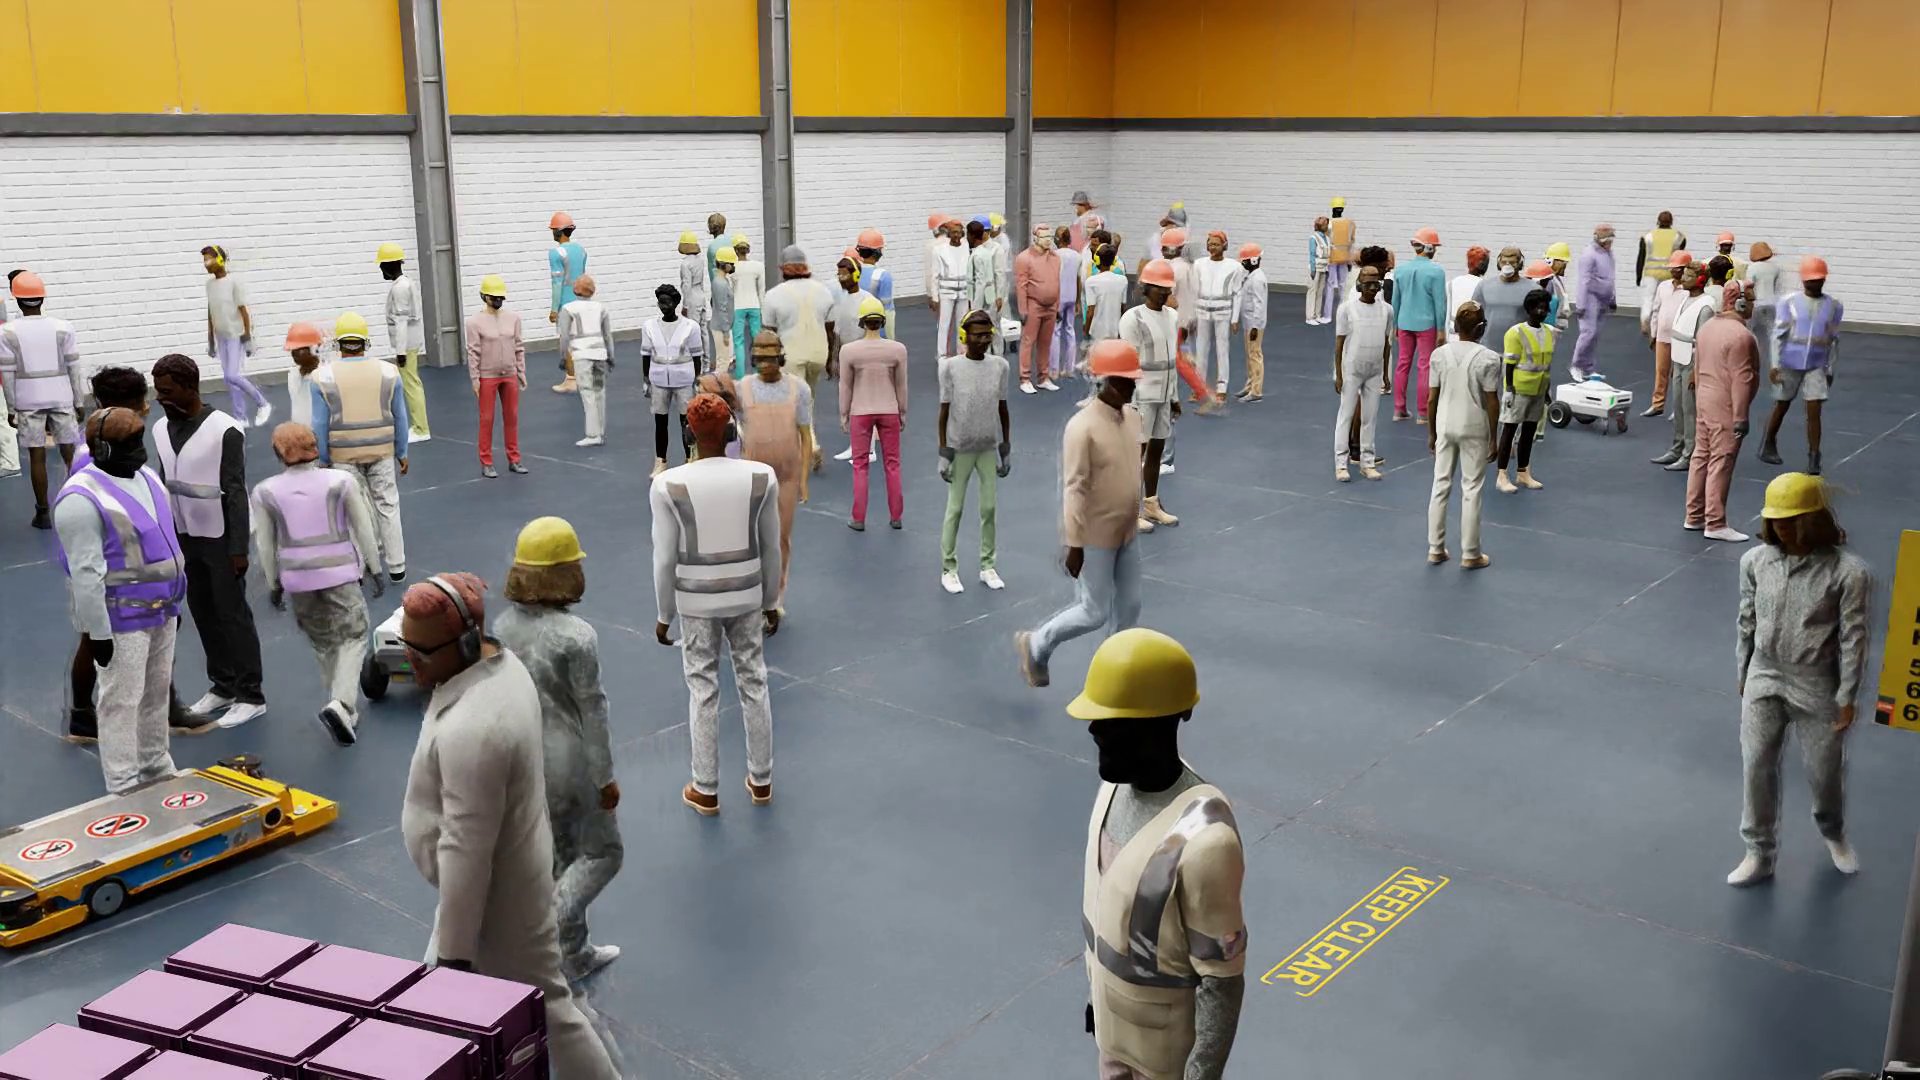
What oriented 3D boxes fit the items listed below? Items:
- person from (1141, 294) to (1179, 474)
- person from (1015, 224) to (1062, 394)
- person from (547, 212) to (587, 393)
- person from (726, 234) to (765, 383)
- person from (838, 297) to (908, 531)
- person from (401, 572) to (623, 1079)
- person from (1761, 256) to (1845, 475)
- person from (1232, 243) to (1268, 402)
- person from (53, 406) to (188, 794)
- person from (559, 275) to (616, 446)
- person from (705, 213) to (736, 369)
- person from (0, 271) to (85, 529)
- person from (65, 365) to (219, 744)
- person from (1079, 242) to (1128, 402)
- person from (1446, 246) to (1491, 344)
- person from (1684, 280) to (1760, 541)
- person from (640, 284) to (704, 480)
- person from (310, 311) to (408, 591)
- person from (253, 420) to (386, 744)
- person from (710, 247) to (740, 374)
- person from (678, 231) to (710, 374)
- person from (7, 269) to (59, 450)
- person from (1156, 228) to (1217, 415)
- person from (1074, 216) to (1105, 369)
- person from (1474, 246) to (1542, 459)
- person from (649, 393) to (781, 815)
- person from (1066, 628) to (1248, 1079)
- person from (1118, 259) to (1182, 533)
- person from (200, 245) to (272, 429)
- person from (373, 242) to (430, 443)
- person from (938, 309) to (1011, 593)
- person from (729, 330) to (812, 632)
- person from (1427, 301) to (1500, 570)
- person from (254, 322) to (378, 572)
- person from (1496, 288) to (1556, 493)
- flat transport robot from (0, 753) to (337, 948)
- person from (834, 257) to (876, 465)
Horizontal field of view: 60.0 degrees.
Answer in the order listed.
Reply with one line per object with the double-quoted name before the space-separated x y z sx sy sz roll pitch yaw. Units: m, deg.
"person" 1.754 -1.392 14.562 0.281 1.633 0.498 -2 14 -10
"person" 0.927 -2.638 18.985 0.643 1.910 0.400 -11 18 -38
"person" -4.491 -2.703 18.969 0.378 2.044 0.607 5 15 19
"person" -2.542 -2.702 19.544 0.538 1.763 0.331 -7 16 -27
"person" -0.653 -0.946 12.536 0.522 1.758 0.350 -3 14 -11
"person" -1.377 0.975 4.689 1.006 1.840 0.682 -2 14 -9
"person" 7.456 -1.549 14.710 0.569 1.910 0.686 4 15 17
"person" 3.205 -2.400 18.359 0.347 1.744 0.564 1 14 2
"person" -3.604 0.327 7.273 0.429 1.841 0.634 1 14 4
"person" -3.578 -1.729 15.993 0.550 1.595 0.678 -13 19 -43
"person" -2.980 -3.108 20.796 0.353 1.938 0.635 2 14 9
"person" -6.923 -1.050 12.572 0.547 1.942 0.350 -10 17 -34
"person" -4.060 0.098 8.056 0.823 1.902 0.629 -1 14 -4
"person" 1.426 -2.020 16.594 0.538 1.869 0.313 -8 16 -29
"person" 4.919 -1.897 16.099 0.343 1.876 0.576 -8 16 -29
"person" 5.656 -0.957 12.270 0.404 1.911 0.636 0 14 -2
"person" -2.462 -1.342 14.233 0.540 1.695 0.317 1 14 4
"person" -3.921 -0.576 10.898 0.601 1.830 0.404 -8 16 -29
"person" -3.131 0.225 8.135 0.578 1.607 0.603 -2 14 -10
"person" -2.488 -2.232 17.676 0.344 1.756 0.532 -2 14 -8
"person" -3.281 -2.896 20.350 0.311 1.744 0.486 5 15 18
"person" -8.729 -1.708 15.717 0.321 1.685 0.542 -5 15 -18
"person" 2.289 -2.297 17.536 0.958 1.958 0.629 6 15 24
"person" 1.654 -3.038 20.587 0.409 1.909 0.641 -6 15 -23
"person" 4.974 -1.715 15.232 0.627 1.941 0.372 6 15 23
"person" -1.066 0.288 7.343 0.574 1.884 0.357 -6 15 -22
"person" 0.427 1.131 3.884 0.382 1.924 0.594 -5 15 -18
"person" 1.454 -1.087 12.515 0.368 2.043 0.608 13 19 43
"person" -7.280 -2.003 16.585 0.516 1.847 0.418 7 16 27
"person" -5.373 -1.894 16.005 0.402 1.916 0.585 -4 15 -15
"person" 0.093 -0.577 10.860 0.508 1.860 0.319 -5 15 -18
"person" -1.130 -0.355 10.047 0.495 1.811 0.715 -3 14 -11
"person" 3.449 -0.713 11.418 0.504 1.847 0.344 11 18 38
"person" -4.424 -0.631 11.370 0.574 1.701 0.899 8 16 29
"person" 4.719 -1.243 13.835 0.536 1.697 0.322 -7 16 -26
"flat transport robot" -3.382 1.231 6.840 0.652 0.197 1.431 9 17 32
"person" -0.955 -1.614 15.009 0.346 1.857 0.523 -11 18 -37
